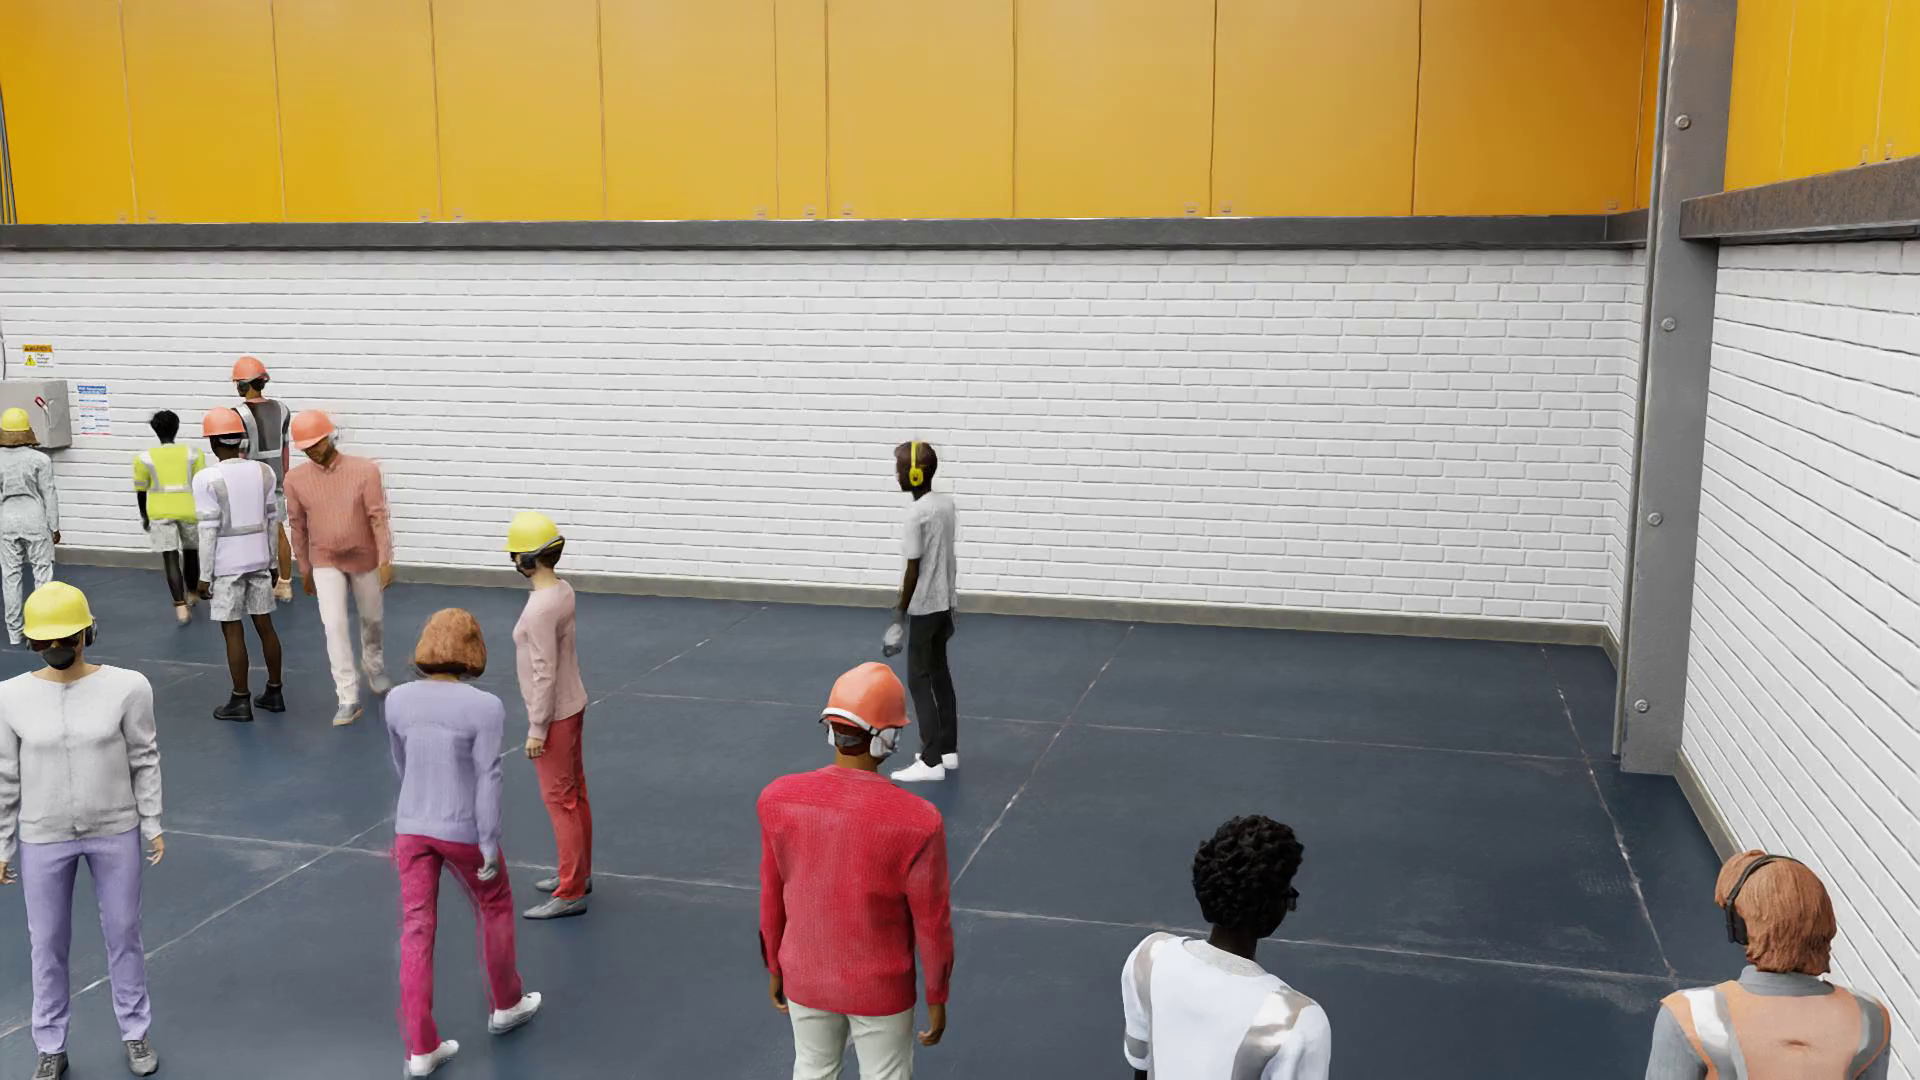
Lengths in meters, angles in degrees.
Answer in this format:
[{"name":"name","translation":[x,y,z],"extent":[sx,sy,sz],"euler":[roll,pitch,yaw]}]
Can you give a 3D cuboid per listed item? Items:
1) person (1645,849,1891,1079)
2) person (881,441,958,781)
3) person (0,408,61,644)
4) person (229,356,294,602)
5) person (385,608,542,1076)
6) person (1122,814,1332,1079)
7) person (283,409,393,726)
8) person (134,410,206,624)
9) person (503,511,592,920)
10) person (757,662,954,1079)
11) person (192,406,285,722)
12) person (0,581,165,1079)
[{"name":"person","translation":[1.647,1.447,3.462],"extent":[0.525,1.632,0.317],"euler":[-1,10,-6]},{"name":"person","translation":[-0.193,0.391,9.040],"extent":[0.332,1.855,0.589],"euler":[4,10,23]},{"name":"person","translation":[-6.874,-0.102,12.241],"extent":[0.489,1.746,0.284],"euler":[-1,10,-7]},{"name":"person","translation":[-5.703,-0.469,13.516],"extent":[0.366,2.047,0.608],"euler":[4,10,21]},{"name":"person","translation":[-1.807,1.040,5.951],"extent":[0.492,1.593,0.753],"euler":[2,10,12]},{"name":"person","translation":[0.562,1.406,3.539],"extent":[0.319,1.687,0.538],"euler":[-9,13,-41]},{"name":"person","translation":[-3.856,0.117,10.420],"extent":[0.639,1.932,0.980],"euler":[-2,10,-14]},{"name":"person","translation":[-6.181,-0.198,13.083],"extent":[0.541,1.633,0.909],"euler":[-5,11,-28]},{"name":"person","translation":[-1.780,0.750,7.171],"extent":[0.329,1.765,0.527],"euler":[0,10,-1]},{"name":"person","translation":[-0.280,1.196,4.631],"extent":[0.574,1.737,0.355],"euler":[3,10,20]},{"name":"person","translation":[-4.453,0.146,10.222],"extent":[0.376,1.932,0.551],"euler":[6,11,30]},{"name":"person","translation":[-2.996,1.006,5.661],"extent":[0.533,1.767,0.326],"euler":[-5,11,-27]}]
